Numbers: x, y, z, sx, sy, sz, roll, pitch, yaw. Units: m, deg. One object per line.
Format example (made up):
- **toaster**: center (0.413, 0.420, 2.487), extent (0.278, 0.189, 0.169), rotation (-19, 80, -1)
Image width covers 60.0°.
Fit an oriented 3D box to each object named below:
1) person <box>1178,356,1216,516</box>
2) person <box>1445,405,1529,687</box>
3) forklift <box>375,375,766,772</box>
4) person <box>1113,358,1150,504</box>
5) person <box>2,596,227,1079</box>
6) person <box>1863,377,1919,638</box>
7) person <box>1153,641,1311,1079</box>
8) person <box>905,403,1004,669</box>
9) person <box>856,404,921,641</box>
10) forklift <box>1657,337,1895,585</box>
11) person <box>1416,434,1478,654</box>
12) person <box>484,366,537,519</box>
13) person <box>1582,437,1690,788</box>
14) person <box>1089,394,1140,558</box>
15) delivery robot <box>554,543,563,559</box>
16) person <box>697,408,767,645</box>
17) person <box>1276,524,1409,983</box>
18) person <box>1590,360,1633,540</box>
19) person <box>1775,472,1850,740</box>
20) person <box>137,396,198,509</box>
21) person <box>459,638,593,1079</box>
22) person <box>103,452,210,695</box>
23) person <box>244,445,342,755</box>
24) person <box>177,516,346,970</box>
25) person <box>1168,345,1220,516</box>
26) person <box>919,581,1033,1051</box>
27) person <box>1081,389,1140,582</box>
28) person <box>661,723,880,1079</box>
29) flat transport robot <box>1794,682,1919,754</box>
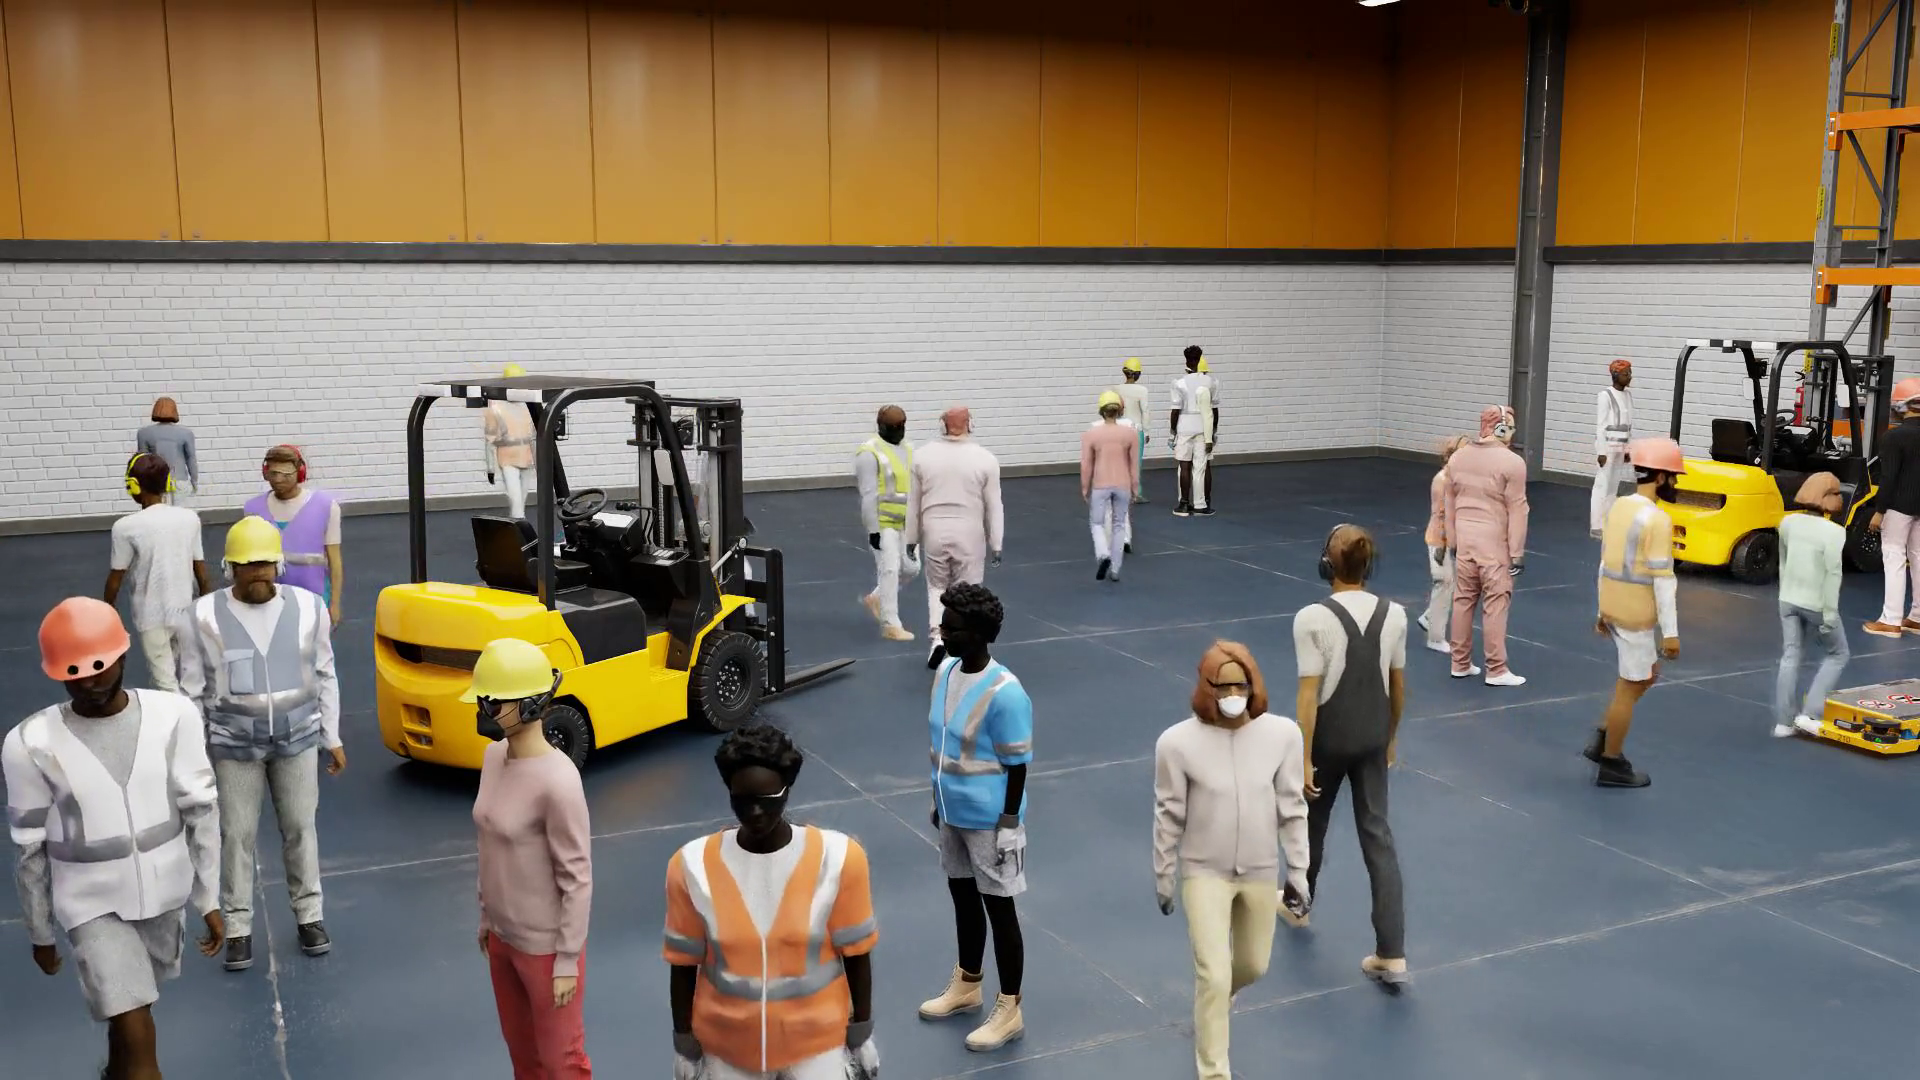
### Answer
- **person**: center (2.717, -1.196, 19.148), extent (0.404, 1.833, 0.592), rotation (-6, 11, -32)
- **person**: center (3.596, 0.035, 11.305), extent (0.399, 1.902, 0.643), rotation (-6, 11, -31)
- **forklift**: center (-2.268, 0.149, 9.685), extent (1.214, 2.155, 2.313), rotation (6, 11, 32)
- **person**: center (2.068, -1.315, 20.094), extent (0.527, 1.768, 0.314), rotation (7, 11, 37)
- **person**: center (-2.519, 1.069, 4.988), extent (0.540, 1.875, 1.014), rotation (-9, 13, -43)
- **person**: center (7.257, -0.249, 12.776), extent (0.621, 1.989, 0.398), rotation (-3, 10, -18)
- **person**: center (0.887, 1.106, 5.579), extent (0.504, 1.606, 0.732), rotation (-1, 9, -9)
- **person**: center (-0.038, 0.003, 11.535), extent (0.712, 1.894, 0.464), rotation (2, 9, 13)
- **person**: center (-0.561, -0.135, 12.671), extent (0.526, 1.813, 0.647), rotation (7, 11, 35)
- **forklift**: center (7.551, -0.789, 15.507), extent (2.313, 2.155, 1.214), rotation (-4, 10, -25)
- **person**: center (3.593, 0.027, 12.198), extent (0.366, 1.620, 0.550), rotation (8, 12, 42)
- **person**: center (-4.283, -0.753, 16.230), extent (0.604, 1.875, 0.969), rotation (-7, 12, -38)
- **person**: center (3.656, 0.405, 8.941), extent (0.431, 1.918, 0.567), rotation (0, 9, -1)
- **person**: center (1.486, -0.630, 16.286), extent (0.516, 1.626, 0.370), rotation (-3, 10, -16)
- **delivery robot**: center (-3.260, 0.163, 14.381), extent (0.707, 0.478, 0.477), rotation (3, 10, 19)
- **person**: center (-1.680, -0.101, 12.366), extent (0.843, 1.826, 0.480), rotation (-3, 10, -16)
- **person**: center (1.581, 0.830, 6.724), extent (0.528, 1.796, 0.982), rotation (-2, 9, -13)
- **person**: center (6.860, -0.948, 17.453), extent (0.575, 1.882, 0.360), rotation (-8, 12, -40)
- **person**: center (5.096, 0.395, 9.931), extent (0.382, 1.620, 0.512), rotation (-3, 10, -20)
- **person**: center (-7.524, -0.554, 15.822), extent (0.514, 1.619, 0.388), rotation (-4, 10, -23)
- **person**: center (-1.254, 1.149, 4.806), extent (0.310, 1.768, 0.533), rotation (-8, 12, -42)
- **person**: center (-4.362, 0.452, 8.882), extent (0.778, 1.844, 0.503), rotation (4, 10, 23)
- **person**: center (-3.822, 0.355, 9.573), extent (0.590, 1.816, 0.554), rotation (1, 9, 7)
- **person**: center (-2.812, 0.805, 6.728), extent (0.614, 1.831, 0.403), rotation (-6, 11, -32)
- **person**: center (2.678, -1.247, 19.077), extent (0.601, 1.958, 0.380), rotation (-2, 9, -12)
- **person**: center (0.056, 0.987, 6.025), extent (0.318, 1.695, 0.539), rotation (-6, 11, -32)
- **person**: center (1.352, -0.464, 14.874), extent (0.536, 1.755, 0.546), rotation (0, 9, -2)
- **person**: center (-0.481, 1.276, 4.251), extent (0.555, 1.684, 0.395), rotation (0, 9, 1)
- **flat transport robot**: center (5.783, 1.046, 10.072), extent (1.431, 0.197, 0.652), rotation (-4, 10, -25)
